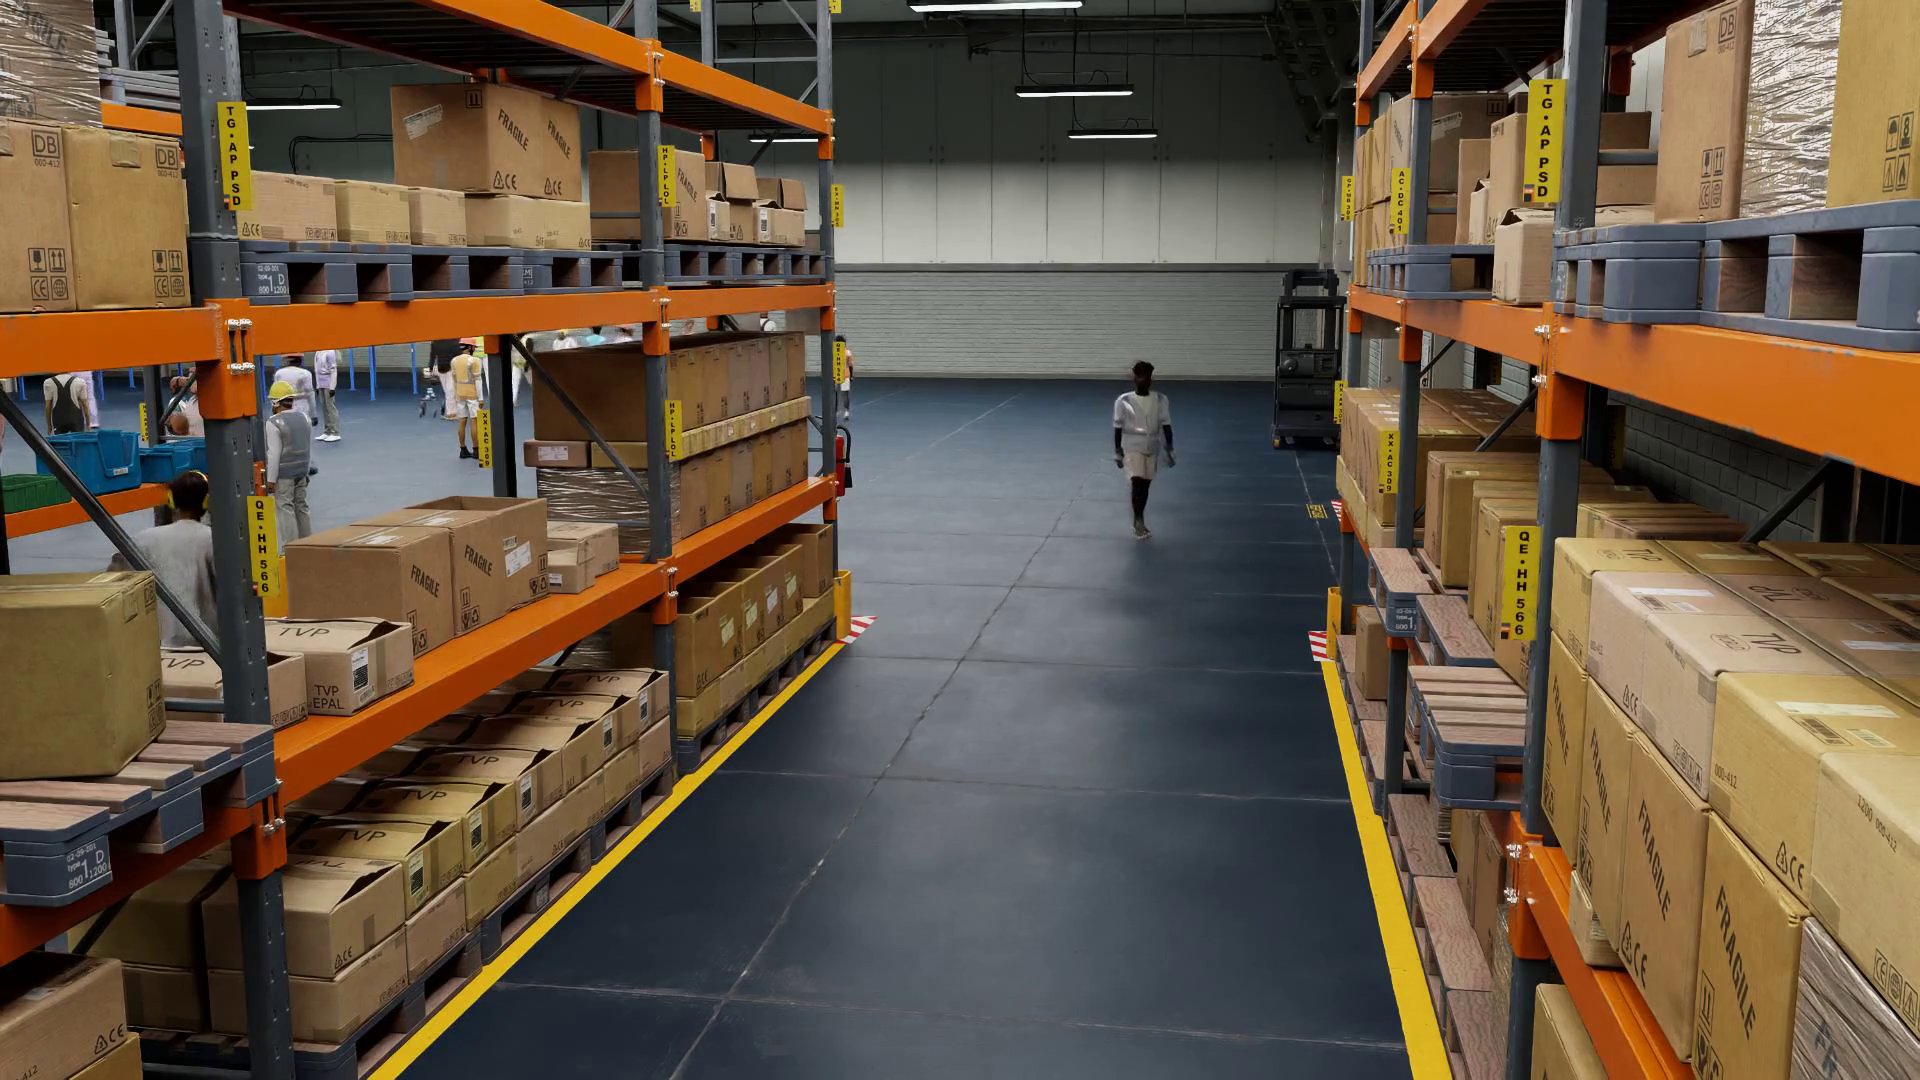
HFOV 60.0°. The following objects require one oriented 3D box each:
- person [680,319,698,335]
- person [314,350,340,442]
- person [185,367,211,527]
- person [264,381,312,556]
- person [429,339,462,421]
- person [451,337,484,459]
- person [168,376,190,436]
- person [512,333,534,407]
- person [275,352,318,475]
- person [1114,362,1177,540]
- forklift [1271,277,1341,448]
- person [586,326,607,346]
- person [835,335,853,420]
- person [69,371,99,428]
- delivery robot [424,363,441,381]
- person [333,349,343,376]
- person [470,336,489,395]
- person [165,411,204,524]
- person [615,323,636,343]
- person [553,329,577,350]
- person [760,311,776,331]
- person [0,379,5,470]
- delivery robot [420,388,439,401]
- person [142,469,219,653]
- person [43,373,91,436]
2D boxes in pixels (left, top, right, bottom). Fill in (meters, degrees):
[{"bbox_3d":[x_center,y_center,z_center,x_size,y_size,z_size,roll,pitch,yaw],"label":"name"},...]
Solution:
[{"bbox_3d":[-7.340,-5.167,45.005,0.550,1.606,0.402,1,9,8],"label":"person"},{"bbox_3d":[-10.915,-2.657,28.563,0.593,1.922,0.383,9,13,44],"label":"person"},{"bbox_3d":[-8.053,-0.894,17.745,0.655,1.906,0.407,7,11,35],"label":"person"},{"bbox_3d":[-6.705,-0.667,16.569,0.404,1.831,0.600,3,10,16],"label":"person"},{"bbox_3d":[-10.046,-3.288,32.325,0.661,1.954,0.923,2,9,12],"label":"person"},{"bbox_3d":[-7.665,-2.242,25.997,0.543,1.927,0.375,4,10,25],"label":"person"},{"bbox_3d":[-9.495,-1.178,20.309,0.312,1.642,0.512,-3,10,-16],"label":"person"},{"bbox_3d":[-9.391,-3.773,35.869,0.615,1.801,0.959,6,11,32],"label":"person"},{"bbox_3d":[-9.393,-1.815,23.465,0.559,1.903,0.959,2,9,10],"label":"person"},{"bbox_3d":[2.034,-0.970,18.147,0.630,1.927,0.933,-3,10,-16],"label":"person"},{"bbox_3d":[5.847,-3.016,27.970,1.129,2.768,1.873,1,9,9],"label":"forklift"},{"bbox_3d":[-8.708,-4.321,39.647,0.568,1.658,0.811,1,9,7],"label":"person"},{"bbox_3d":[-2.352,-3.207,32.801,0.542,1.656,0.868,-2,10,-15],"label":"person"},{"bbox_3d":[-16.478,-3.014,30.957,0.935,1.865,0.651,4,10,23],"label":"person"},{"bbox_3d":[-13.487,-4.318,42.863,0.707,0.478,0.477,7,11,35],"label":"delivery robot"},{"bbox_3d":[-17.141,-5.253,45.509,0.346,1.617,0.519,5,11,31],"label":"person"},{"bbox_3d":[-11.236,-4.326,39.111,0.633,1.843,0.429,-2,9,-10],"label":"person"},{"bbox_3d":[-7.253,-0.388,15.493,0.404,1.627,0.525,6,11,34],"label":"person"},{"bbox_3d":[-6.325,-3.209,31.761,0.627,1.986,1.075,8,12,41],"label":"person"},{"bbox_3d":[-8.467,-3.694,35.398,0.618,1.778,0.944,6,11,32],"label":"person"},{"bbox_3d":[-4.911,-4.847,41.842,0.681,2.000,0.537,2,9,12],"label":"person"},{"bbox_3d":[-11.593,-1.188,19.985,0.324,1.769,0.523,-6,11,-34],"label":"person"},{"bbox_3d":[-10.716,-2.954,33.647,0.335,0.223,0.698,-1,9,-6],"label":"delivery robot"},{"bbox_3d":[-4.258,0.523,9.262,0.531,1.830,0.915,-2,9,-10],"label":"person"},{"bbox_3d":[-11.619,-1.502,21.677,0.520,1.844,0.330,-4,10,-21],"label":"person"}]
